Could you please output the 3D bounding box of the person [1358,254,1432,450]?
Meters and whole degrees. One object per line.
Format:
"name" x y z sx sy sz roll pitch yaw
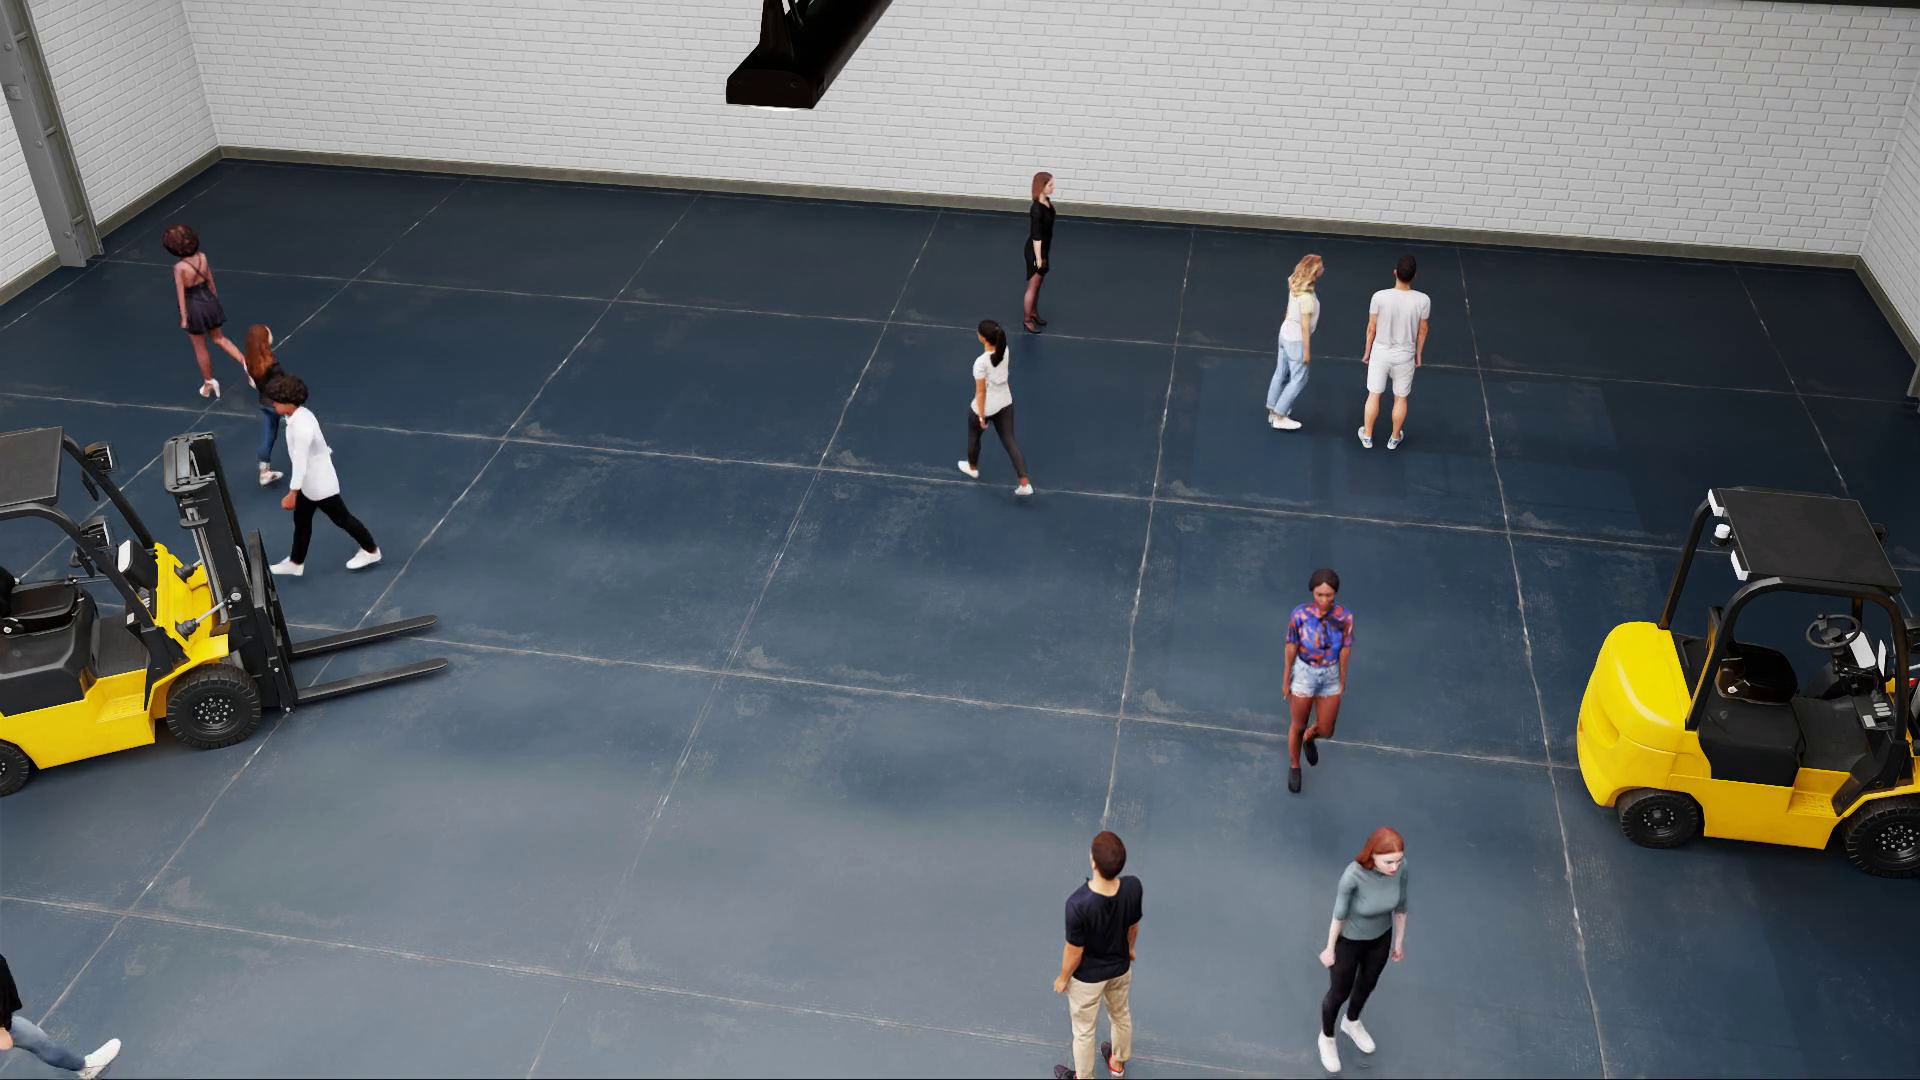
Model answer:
"person" 3.850 -1.662 14.773 0.664 1.856 0.547 6 34 9

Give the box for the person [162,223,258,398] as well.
"person" -7.000 -2.092 15.495 0.760 1.774 0.898 13 36 19

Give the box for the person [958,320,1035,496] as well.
"person" 0.346 -1.086 14.136 1.101 1.602 1.105 -23 40 -31

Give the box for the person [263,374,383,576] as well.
"person" -4.977 -0.482 13.086 1.125 1.759 1.110 -18 38 -25

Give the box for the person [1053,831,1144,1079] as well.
"person" 0.750 2.271 8.853 0.710 1.859 0.745 -17 37 -24

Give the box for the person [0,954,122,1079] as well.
"person" -5.153 2.525 8.689 0.859 1.617 1.071 21 39 29

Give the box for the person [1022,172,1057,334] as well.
"person" 0.782 -2.912 16.795 0.652 1.701 0.458 8 34 11

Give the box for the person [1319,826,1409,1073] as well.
"person" 2.191 2.185 9.095 0.703 1.735 0.711 -10 35 -15

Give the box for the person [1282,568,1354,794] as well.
"person" 2.344 0.889 11.050 0.629 1.729 0.693 2 34 2

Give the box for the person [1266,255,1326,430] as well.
"person" 3.026 -1.792 15.099 0.762 1.712 0.622 -6 34 -9

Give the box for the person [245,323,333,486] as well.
"person" -5.973 -1.149 14.369 0.772 1.447 1.032 17 37 24
